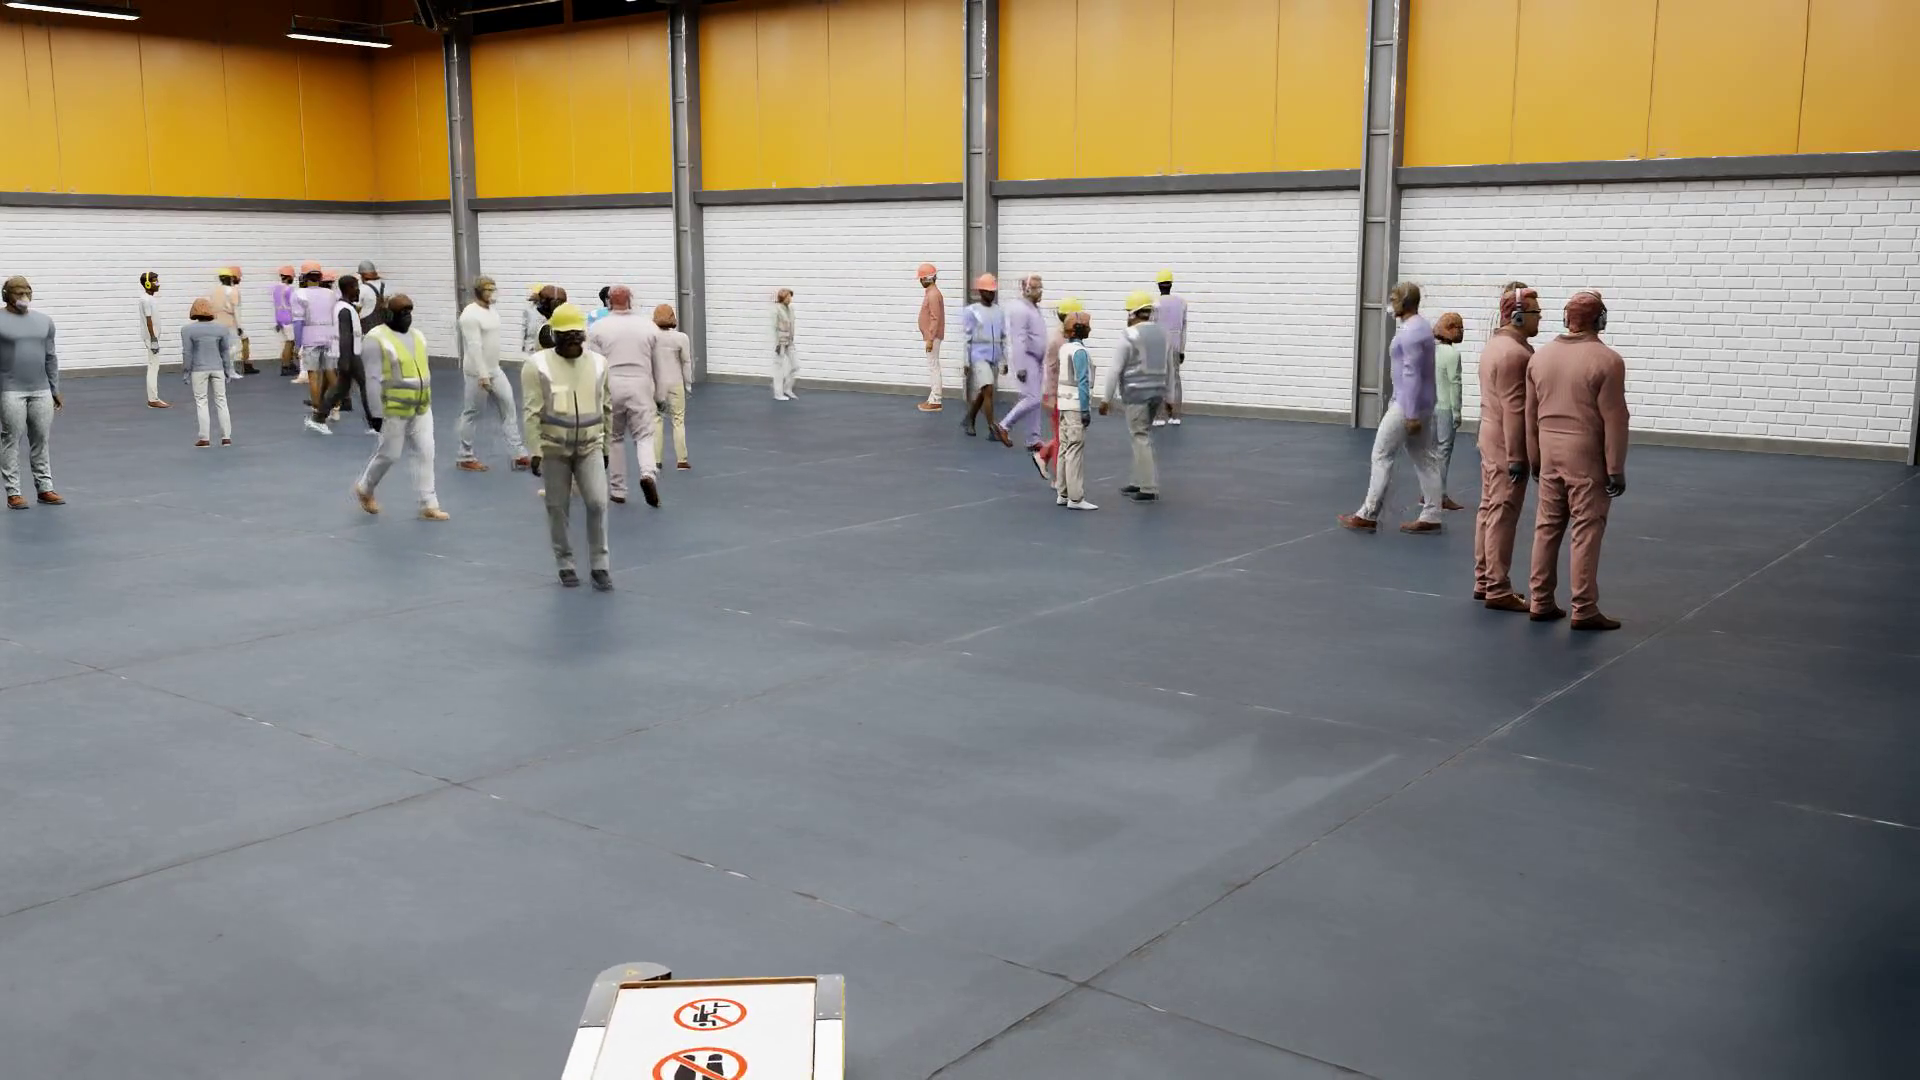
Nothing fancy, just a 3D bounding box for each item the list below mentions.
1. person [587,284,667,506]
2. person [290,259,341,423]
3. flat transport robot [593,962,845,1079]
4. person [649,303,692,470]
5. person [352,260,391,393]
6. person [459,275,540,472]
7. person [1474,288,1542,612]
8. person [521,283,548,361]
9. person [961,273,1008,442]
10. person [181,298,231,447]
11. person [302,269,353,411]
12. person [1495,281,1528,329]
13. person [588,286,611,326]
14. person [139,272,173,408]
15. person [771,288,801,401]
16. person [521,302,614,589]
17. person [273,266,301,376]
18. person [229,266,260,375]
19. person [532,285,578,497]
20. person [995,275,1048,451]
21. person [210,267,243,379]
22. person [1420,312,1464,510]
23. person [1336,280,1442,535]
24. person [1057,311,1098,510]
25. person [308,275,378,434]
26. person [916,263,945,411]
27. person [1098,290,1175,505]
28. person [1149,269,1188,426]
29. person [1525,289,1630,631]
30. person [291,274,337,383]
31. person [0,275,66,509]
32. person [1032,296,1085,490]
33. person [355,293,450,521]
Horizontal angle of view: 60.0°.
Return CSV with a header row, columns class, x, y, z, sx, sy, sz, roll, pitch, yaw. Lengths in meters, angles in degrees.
class,x,y,z,sx,sy,sz,roll,pitch,yaw
person,-2.779,-1.213,13.979,0.661,1.872,0.722,-4,10,-21
person,-8.037,-2.466,20.754,0.397,2.043,0.609,9,14,44
flat transport robot,-0.588,1.333,3.789,0.652,0.197,1.431,-1,10,-4
person,-2.865,-1.492,16.266,0.498,1.636,0.286,0,10,0
person,-9.025,-3.258,25.370,0.539,2.000,0.696,4,11,24
person,-4.484,-1.588,16.055,0.934,1.900,0.641,3,10,16
person,3.298,-0.539,9.927,0.406,1.911,0.639,1,10,7
person,-5.938,-2.778,23.544,0.545,1.701,0.590,-1,10,-3
person,0.261,-2.094,19.010,0.553,1.907,0.932,-7,12,-35
person,-8.265,-1.833,18.257,0.507,1.632,0.264,-9,13,-42
person,-8.613,-2.686,22.422,0.875,1.905,0.570,1,10,6
person,5.957,-1.818,17.633,0.852,1.814,0.540,5,11,27
person,-4.554,-2.439,21.601,0.538,1.695,0.319,-1,10,-8
person,-11.107,-2.752,22.922,0.328,1.872,0.515,-5,11,-27
person,-2.527,-2.815,23.986,0.441,1.618,0.534,6,11,29
person,-2.418,-0.573,10.406,0.596,1.805,0.678,-5,11,-26
person,-11.648,-3.810,28.966,0.559,1.915,0.582,9,13,42
person,-12.658,-3.838,29.148,0.534,1.896,0.801,6,12,33
person,-3.530,-1.297,14.528,0.429,1.847,0.626,0,10,1
person,0.722,-1.880,17.761,0.515,1.894,0.663,3,10,20
person,-12.391,-3.649,28.064,0.590,1.901,0.554,4,11,24
person,4.022,-1.068,13.806,0.268,1.632,0.509,-2,10,-10
person,3.269,-0.987,12.531,0.878,1.904,0.644,5,11,26
person,0.959,-1.072,13.806,0.311,1.642,0.513,-2,10,-14
person,-7.190,-2.163,19.469,0.951,1.880,0.600,-4,10,-21
person,-0.403,-2.734,22.480,0.393,1.986,0.611,0,10,-1
person,1.481,-1.222,14.196,0.625,1.801,0.724,-8,13,-41
person,2.516,-2.358,20.475,0.591,1.921,0.384,-5,11,-26
person,3.500,-0.450,9.394,0.410,1.912,0.651,-6,11,-30
person,-10.585,-3.477,27.349,0.806,1.823,0.639,-7,12,-37
person,-7.813,-1.234,13.889,0.372,1.940,0.632,6,11,32
person,0.887,-1.310,14.878,0.532,1.752,0.531,7,12,37
person,-4.485,-1.055,13.225,0.842,1.814,0.632,6,11,30
